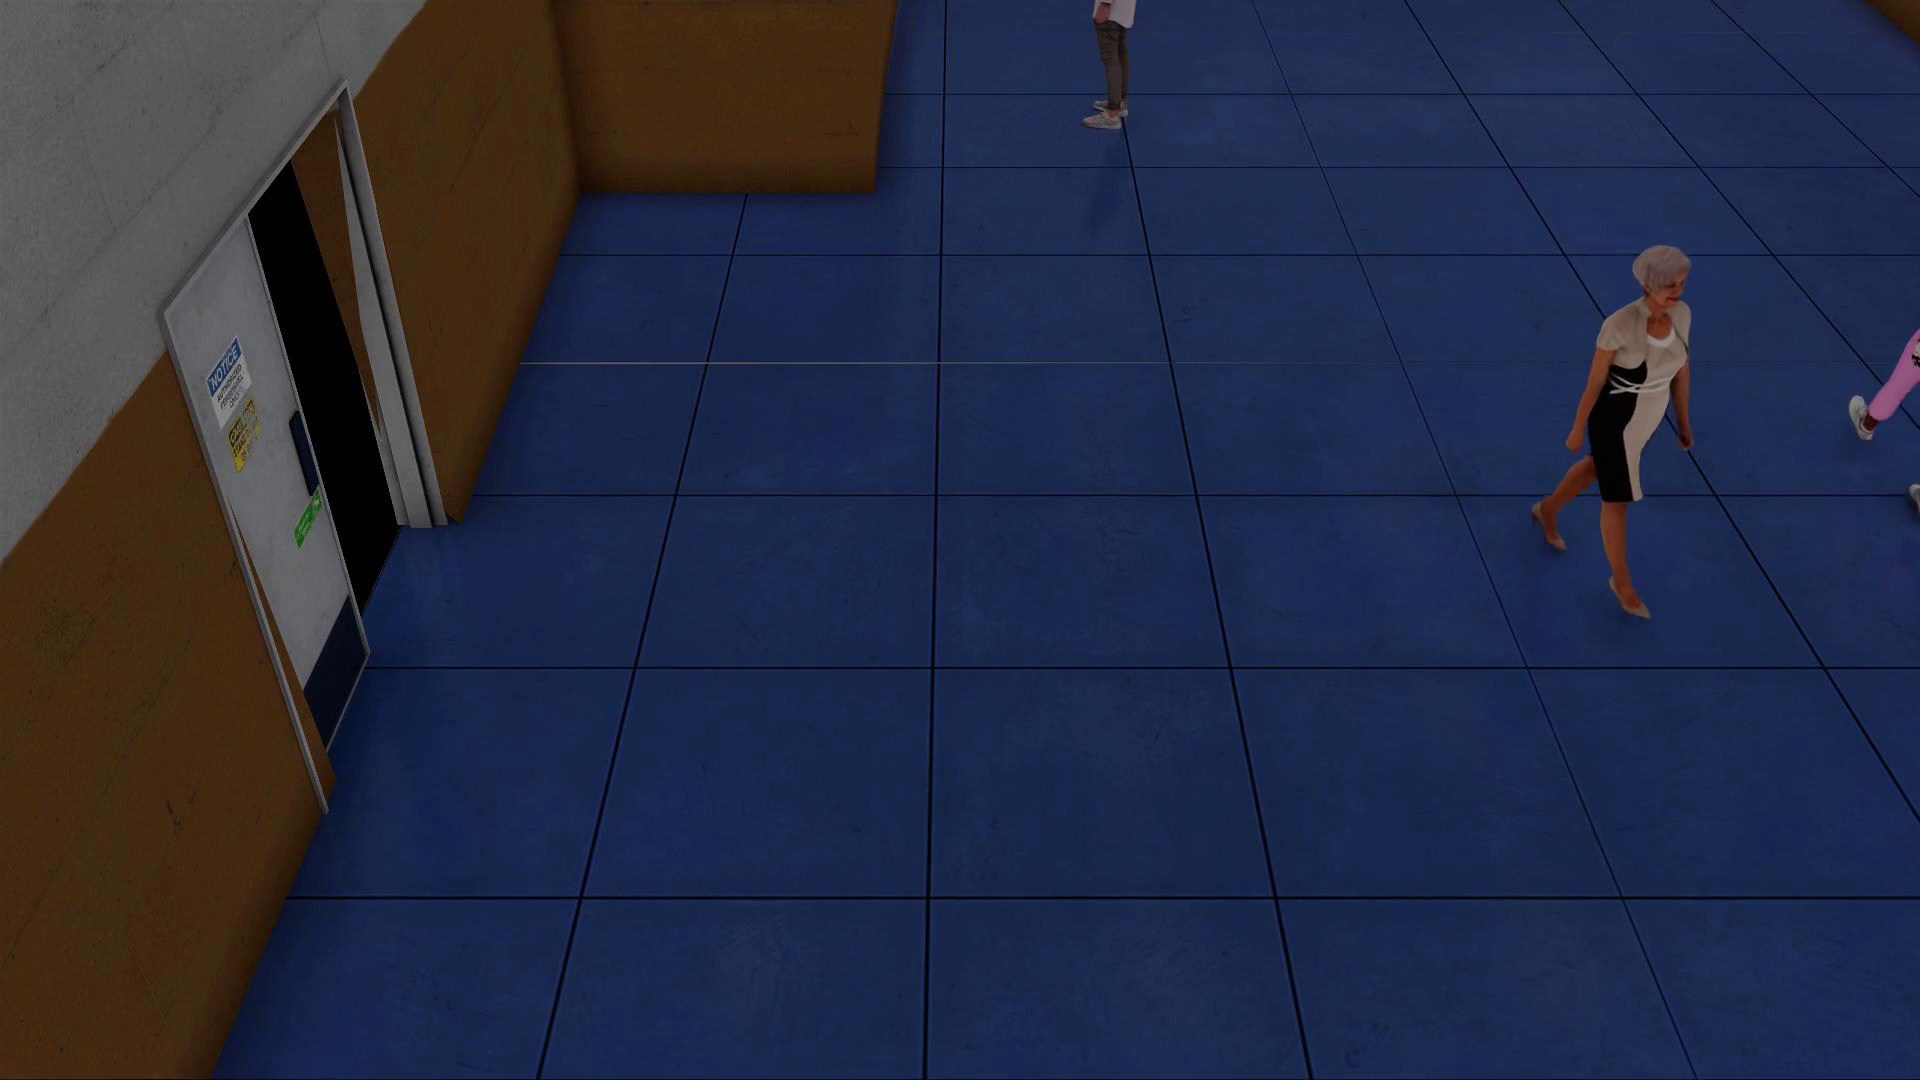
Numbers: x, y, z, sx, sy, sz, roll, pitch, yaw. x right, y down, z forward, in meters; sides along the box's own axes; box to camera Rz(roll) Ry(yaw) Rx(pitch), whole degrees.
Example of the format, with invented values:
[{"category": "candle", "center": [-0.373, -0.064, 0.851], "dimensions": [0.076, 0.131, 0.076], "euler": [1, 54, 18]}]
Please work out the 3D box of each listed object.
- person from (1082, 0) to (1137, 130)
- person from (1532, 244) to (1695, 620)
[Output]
[{"category": "person", "center": [1.100, -3.856, 11.816], "dimensions": [0.679, 1.839, 0.734], "euler": [12, 39, 16]}, {"category": "person", "center": [2.939, -0.559, 7.534], "dimensions": [1.098, 1.706, 1.011], "euler": [-19, 41, -23]}]
